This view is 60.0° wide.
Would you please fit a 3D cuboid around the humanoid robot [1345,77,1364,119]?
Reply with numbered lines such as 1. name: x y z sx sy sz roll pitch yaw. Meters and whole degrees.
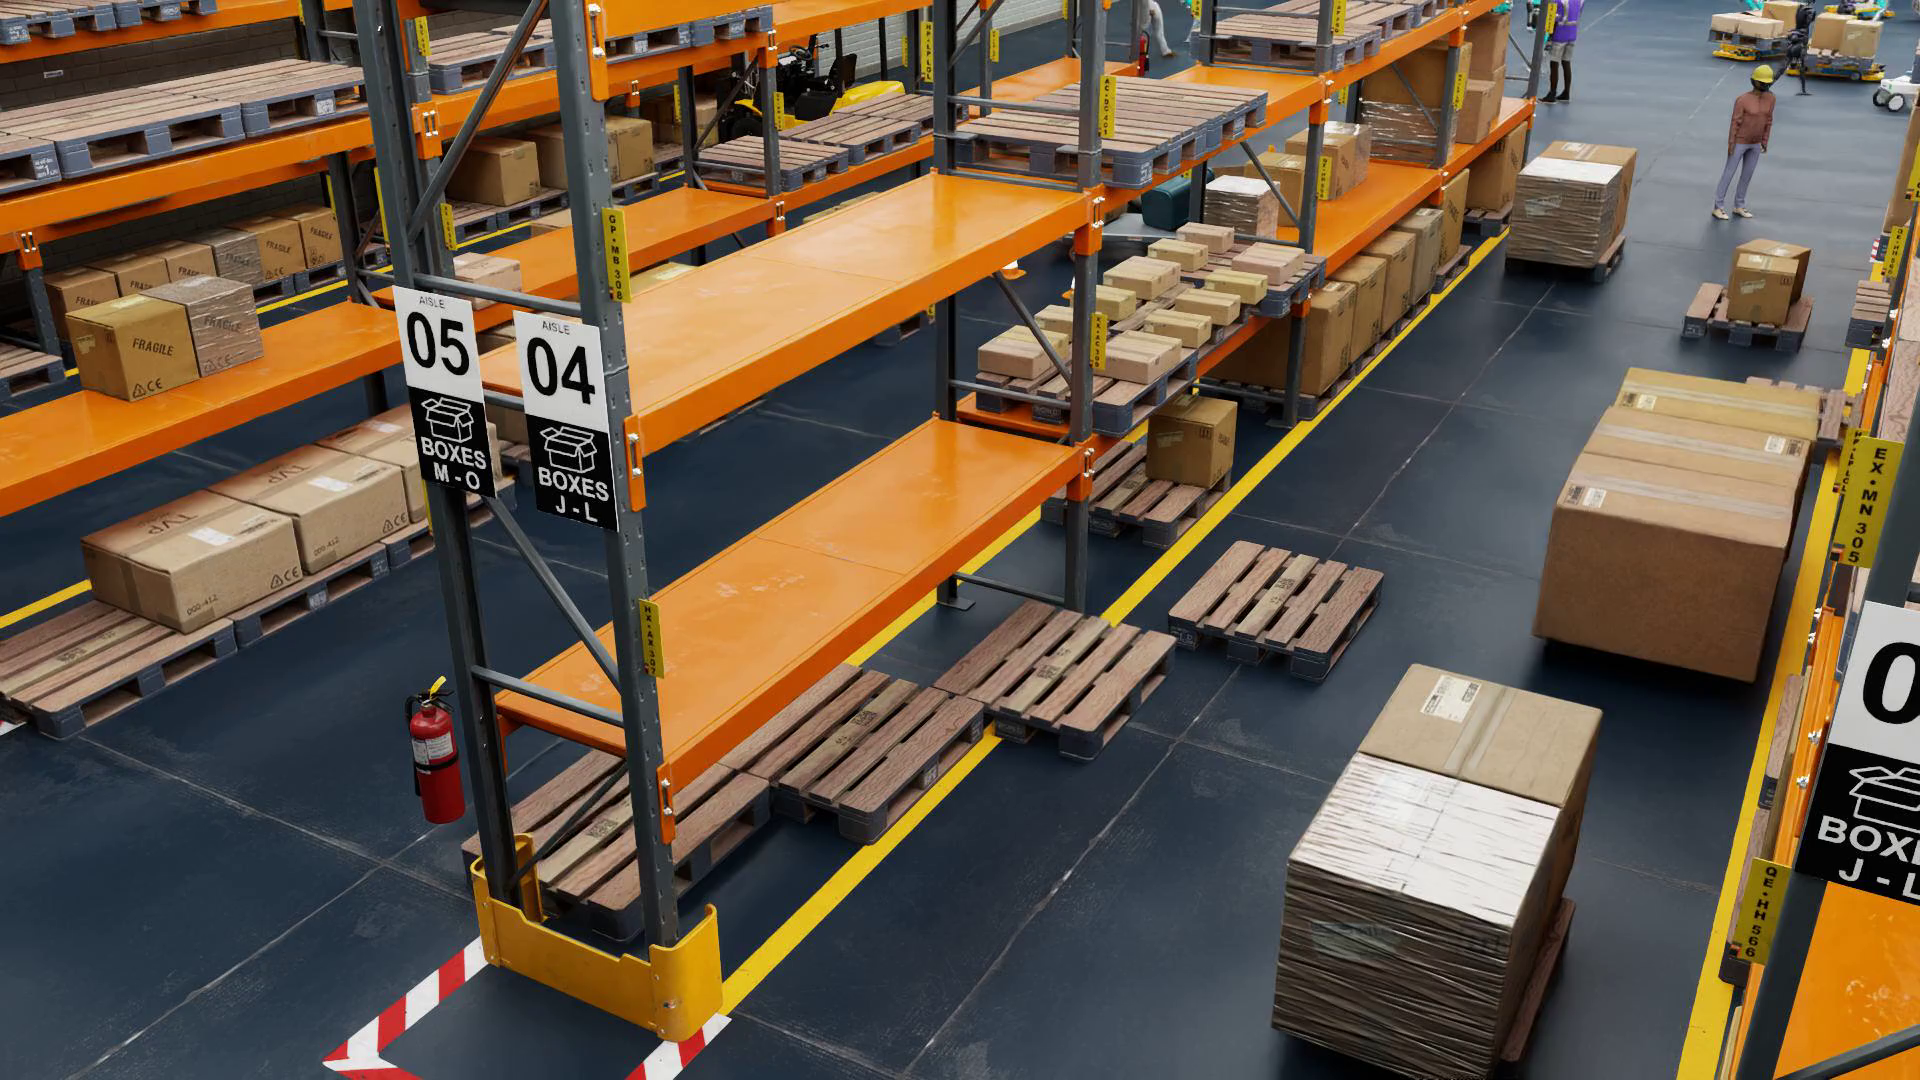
1. humanoid robot: 5.919 -6.952 24.167 0.469 1.647 0.601 -1 26 -2

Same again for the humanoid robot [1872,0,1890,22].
1. humanoid robot: 17.431 -10.498 31.451 0.781 1.755 0.533 0 26 1

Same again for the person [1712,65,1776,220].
1. person: 9.057 -4.559 19.107 0.516 1.759 0.344 -7 27 -14

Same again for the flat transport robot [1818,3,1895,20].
1. flat transport robot: 17.985 -10.590 33.346 1.431 0.231 0.659 -13 28 -24

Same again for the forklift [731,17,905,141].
1. forklift: -1.819 -5.975 21.543 2.313 2.155 1.214 14 29 26

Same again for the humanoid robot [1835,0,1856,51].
1. humanoid robot: 15.144 -9.017 28.472 0.370 1.642 0.609 20 32 35

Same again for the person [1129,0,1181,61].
1. person: 3.367 -9.133 28.442 0.934 1.893 0.652 10 27 19

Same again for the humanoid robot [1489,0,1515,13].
1. humanoid robot: 9.528 -9.568 29.546 0.530 1.796 0.696 -8 27 -16

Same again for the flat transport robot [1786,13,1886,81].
1. flat transport robot: 14.510 -7.795 27.540 1.431 0.231 0.659 14 29 26

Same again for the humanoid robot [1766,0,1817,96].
1. humanoid robot: 13.035 -7.748 25.893 0.791 1.635 0.615 4 26 8

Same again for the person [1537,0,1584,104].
1. person: 9.151 -7.638 25.285 0.611 1.952 0.391 -15 30 -29

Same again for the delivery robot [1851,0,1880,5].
1. delivery robot: 18.999 -11.461 34.850 0.789 0.614 0.499 -16 30 -29

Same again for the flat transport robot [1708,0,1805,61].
1. flat transport robot: 13.999 -8.638 29.291 1.431 0.231 0.659 -12 28 -24

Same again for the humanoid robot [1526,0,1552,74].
1. humanoid robot: 9.643 -8.476 27.271 0.543 1.757 0.843 -15 29 -28

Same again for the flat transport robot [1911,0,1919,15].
1. flat transport robot: 19.372 -10.230 32.599 0.659 0.231 1.431 8 27 16

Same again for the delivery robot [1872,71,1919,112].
1. delivery robot: 14.213 -6.741 25.040 0.798 0.614 0.499 0 26 1

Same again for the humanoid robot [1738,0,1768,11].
1. humanoid robot: 14.591 -9.984 30.416 0.830 1.790 0.575 -10 27 -20

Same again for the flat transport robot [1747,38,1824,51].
1. flat transport robot: 14.760 -8.806 29.640 1.431 0.231 0.659 11 28 21

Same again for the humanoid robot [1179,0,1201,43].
1. humanoid robot: 4.302 -9.849 30.131 0.671 1.815 0.539 -17 31 -31
